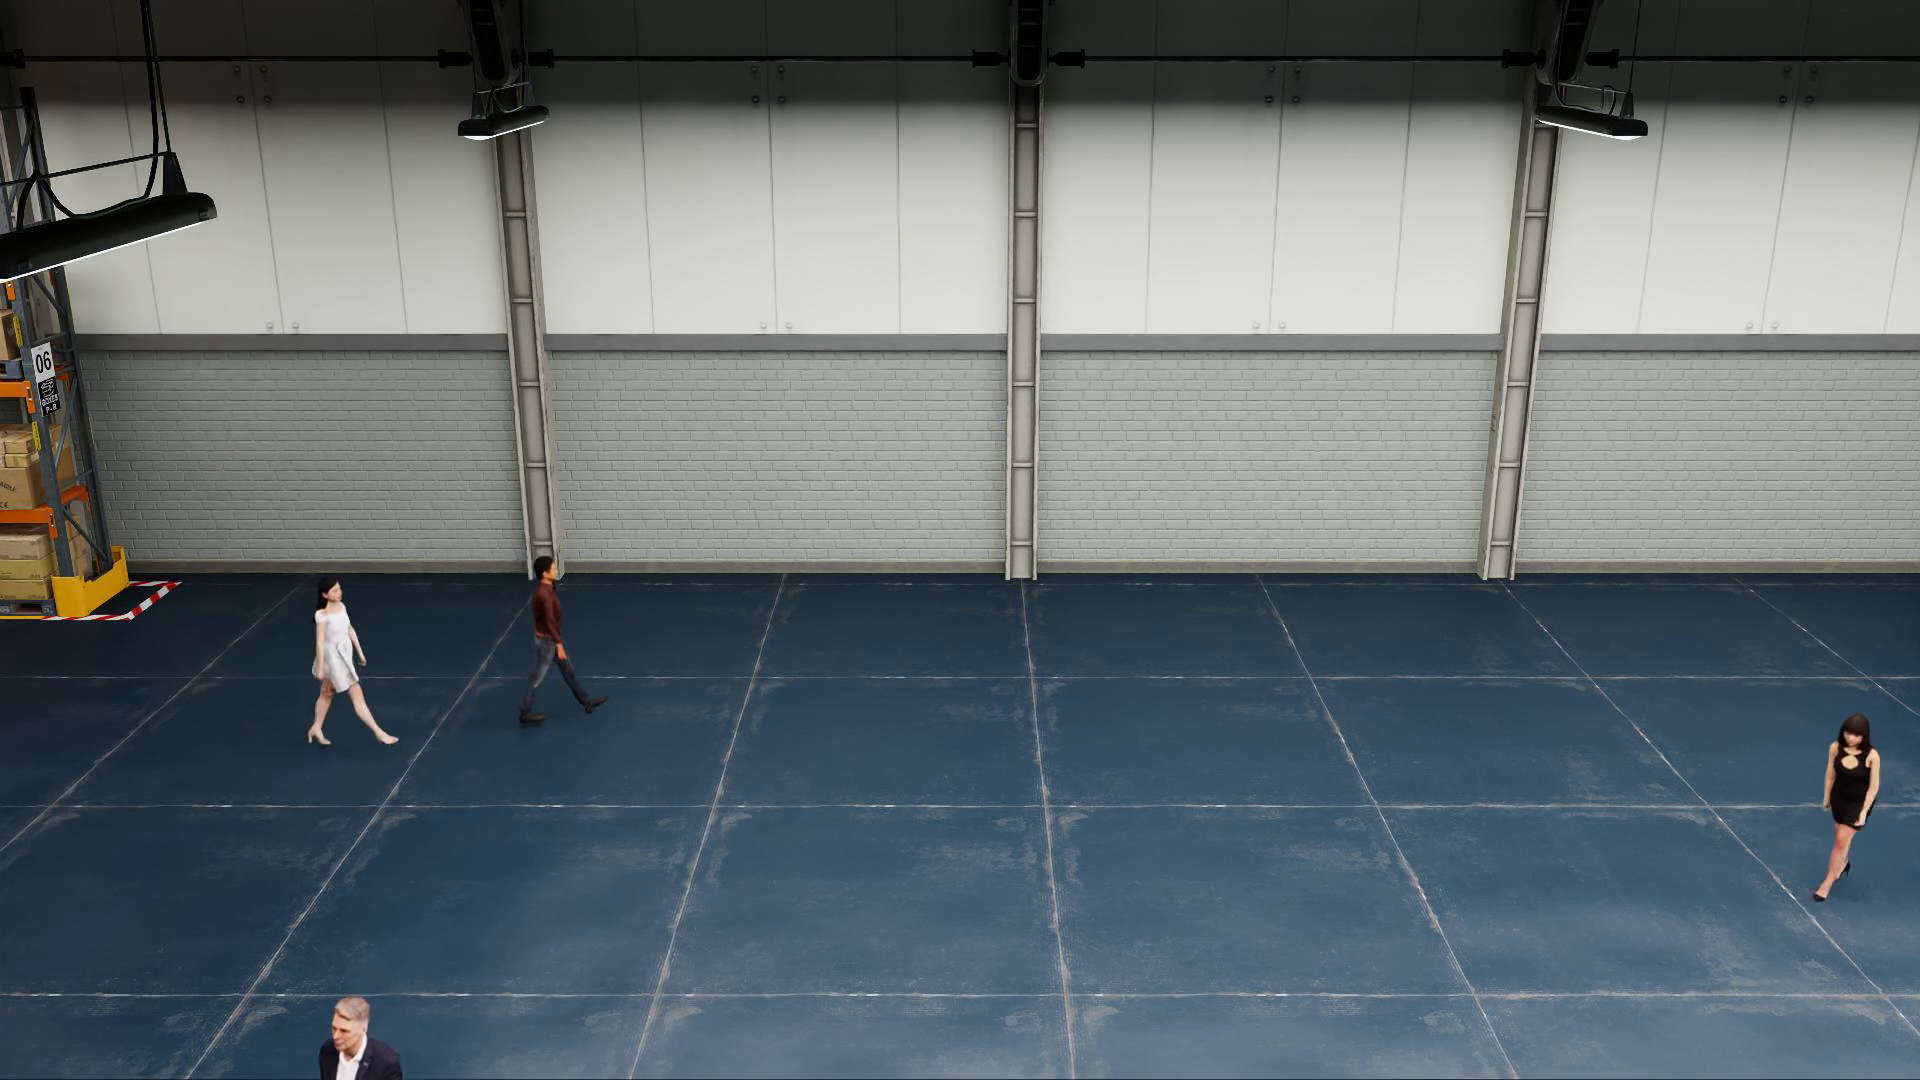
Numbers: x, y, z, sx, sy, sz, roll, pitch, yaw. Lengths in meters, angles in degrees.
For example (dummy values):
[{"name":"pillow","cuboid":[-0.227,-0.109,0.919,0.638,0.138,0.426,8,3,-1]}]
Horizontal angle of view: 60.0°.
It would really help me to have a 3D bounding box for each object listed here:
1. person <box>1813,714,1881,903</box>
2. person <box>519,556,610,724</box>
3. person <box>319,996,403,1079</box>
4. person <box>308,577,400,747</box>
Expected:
[{"name":"person","cuboid":[7.175,2.122,13.334,1.004,1.592,0.887,-11,21,-31]},{"name":"person","cuboid":[-4.164,1.033,16.457,1.186,1.729,0.839,-4,18,-12]},{"name":"person","cuboid":[-3.295,3.312,9.354,1.088,1.794,0.971,7,19,19]},{"name":"person","cuboid":[-6.048,1.206,15.932,1.216,1.724,0.777,4,18,11]}]
